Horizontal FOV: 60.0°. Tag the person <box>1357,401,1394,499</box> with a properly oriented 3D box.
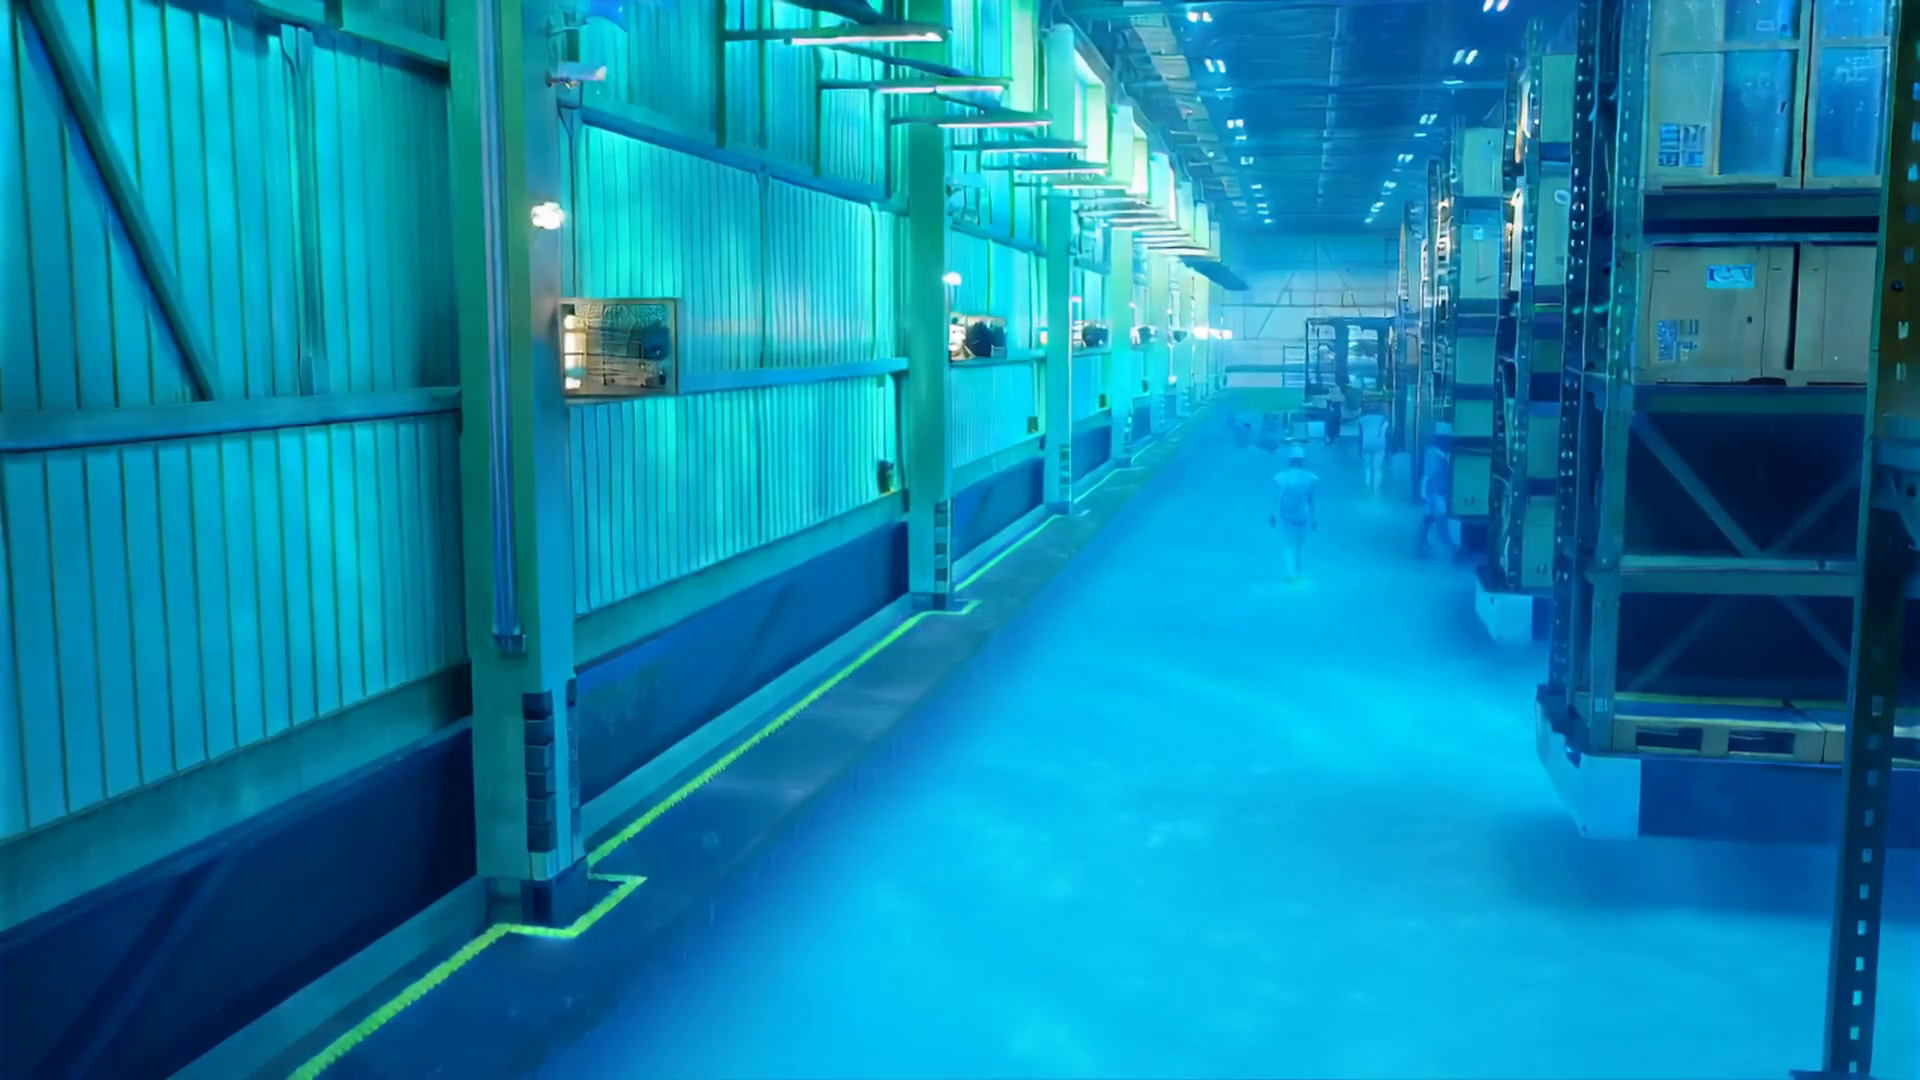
[{"bbox_3d":[7.764,-1.679,31.049,0.655,1.816,0.713,3,8,21],"label":"person"}]

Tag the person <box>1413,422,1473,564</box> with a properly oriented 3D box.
[{"bbox_3d":[6.513,-0.623,22.274,0.987,1.888,0.560,6,10,42],"label":"person"}]

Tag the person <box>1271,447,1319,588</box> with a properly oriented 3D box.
[{"bbox_3d":[4.097,-0.290,20.377,0.562,1.704,0.898,1,7,5],"label":"person"}]
